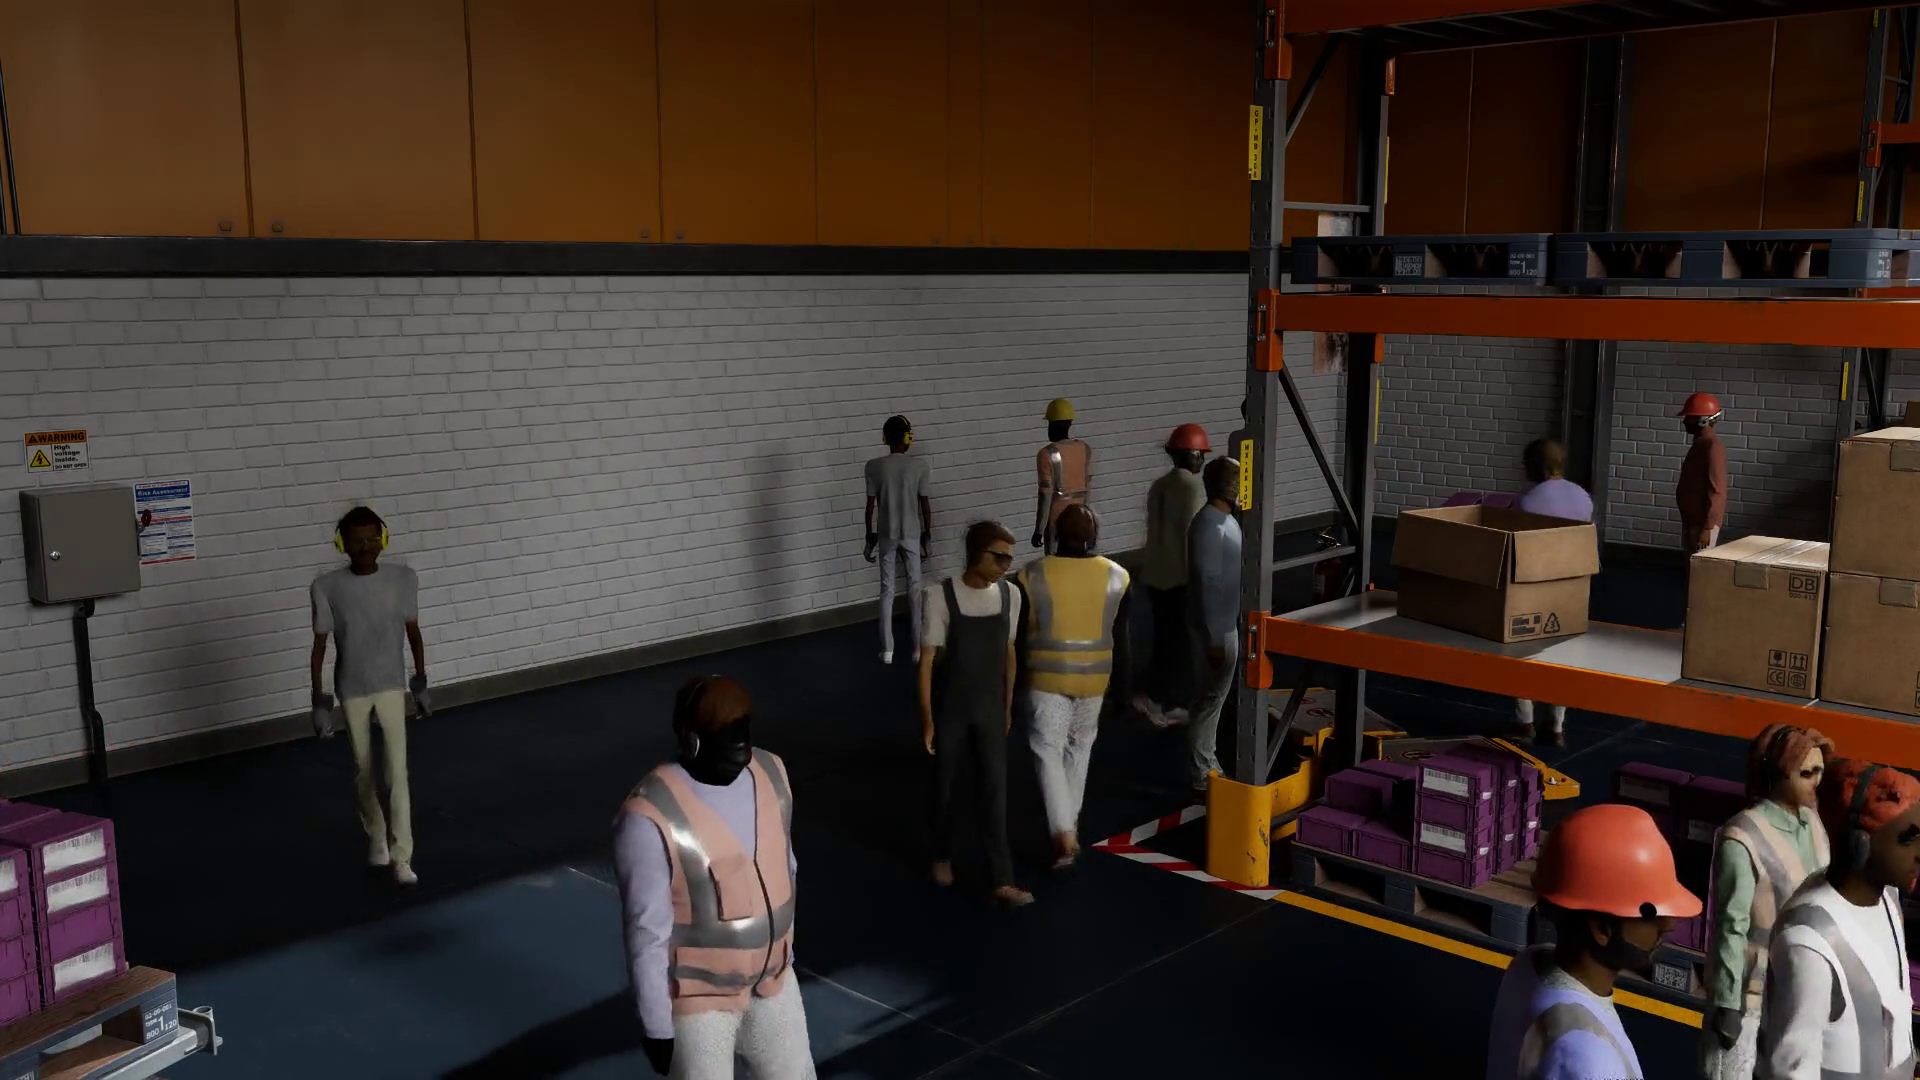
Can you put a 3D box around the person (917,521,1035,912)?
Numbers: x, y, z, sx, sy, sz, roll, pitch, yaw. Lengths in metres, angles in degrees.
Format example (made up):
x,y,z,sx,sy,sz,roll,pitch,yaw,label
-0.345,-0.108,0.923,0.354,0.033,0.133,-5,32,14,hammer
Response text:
x,y,z,sx,sy,sz,roll,pitch,yaw,label
0.056,0.811,7.673,0.559,1.787,0.928,-3,10,-17,person

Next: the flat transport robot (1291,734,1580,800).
x,y,z,sx,sy,sz,roll,pitch,yaw,label
2.665,1.299,9.361,1.431,0.197,0.652,-2,9,-11,flat transport robot

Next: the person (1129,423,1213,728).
x,y,z,sx,sy,sz,roll,pitch,yaw,label
1.357,0.245,10.664,0.641,1.963,0.658,-5,10,-26,person

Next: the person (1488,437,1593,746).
x,y,z,sx,sy,sz,roll,pitch,yaw,label
3.607,0.320,10.326,0.691,1.923,0.518,-4,10,-22,person

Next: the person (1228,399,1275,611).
x,y,z,sx,sy,sz,roll,pitch,yaw,label
2.507,-0.317,14.378,0.313,1.869,0.538,-5,11,-29,person

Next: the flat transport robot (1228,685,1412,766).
x,y,z,sx,sy,sz,roll,pitch,yaw,label
2.214,1.143,10.316,0.652,0.197,1.431,-2,9,-10,flat transport robot

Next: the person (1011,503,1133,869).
x,y,z,sx,sy,sz,roll,pitch,yaw,label
0.537,0.715,8.301,0.637,1.811,0.890,-2,9,-9,person

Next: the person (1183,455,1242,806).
x,y,z,sx,sy,sz,roll,pitch,yaw,label
1.425,0.497,9.178,0.372,1.940,0.632,2,10,13,person

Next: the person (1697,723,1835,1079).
x,y,z,sx,sy,sz,roll,pitch,yaw,label
2.380,1.338,4.934,0.515,1.640,0.315,-7,12,-36,person

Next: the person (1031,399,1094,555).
x,y,z,sx,sy,sz,roll,pitch,yaw,label
0.799,-0.157,13.220,0.586,1.928,0.369,-9,13,-43,person

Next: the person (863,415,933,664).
x,y,z,sx,sy,sz,roll,pitch,yaw,label
-0.466,0.002,12.447,0.521,1.864,0.335,0,9,3,person

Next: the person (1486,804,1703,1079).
x,y,z,sx,sy,sz,roll,pitch,yaw,label
1.211,1.456,3.301,0.379,1.938,0.547,1,9,8,person

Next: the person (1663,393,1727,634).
x,y,z,sx,sy,sz,roll,pitch,yaw,label
5.749,-0.151,12.978,0.396,1.993,0.618,2,9,11,person

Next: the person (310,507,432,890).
x,y,z,sx,sy,sz,roll,pitch,yaw,label
-2.803,0.754,7.931,0.558,1.824,0.961,-4,10,-21,person

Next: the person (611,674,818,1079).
x,y,z,sx,sy,sz,roll,pitch,yaw,label
-0.686,1.271,4.775,0.451,1.824,0.648,8,12,39,person

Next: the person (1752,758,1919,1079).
x,y,z,sx,sy,sz,roll,pitch,yaw,label
2.005,1.397,3.960,0.946,1.851,0.582,7,12,37,person
